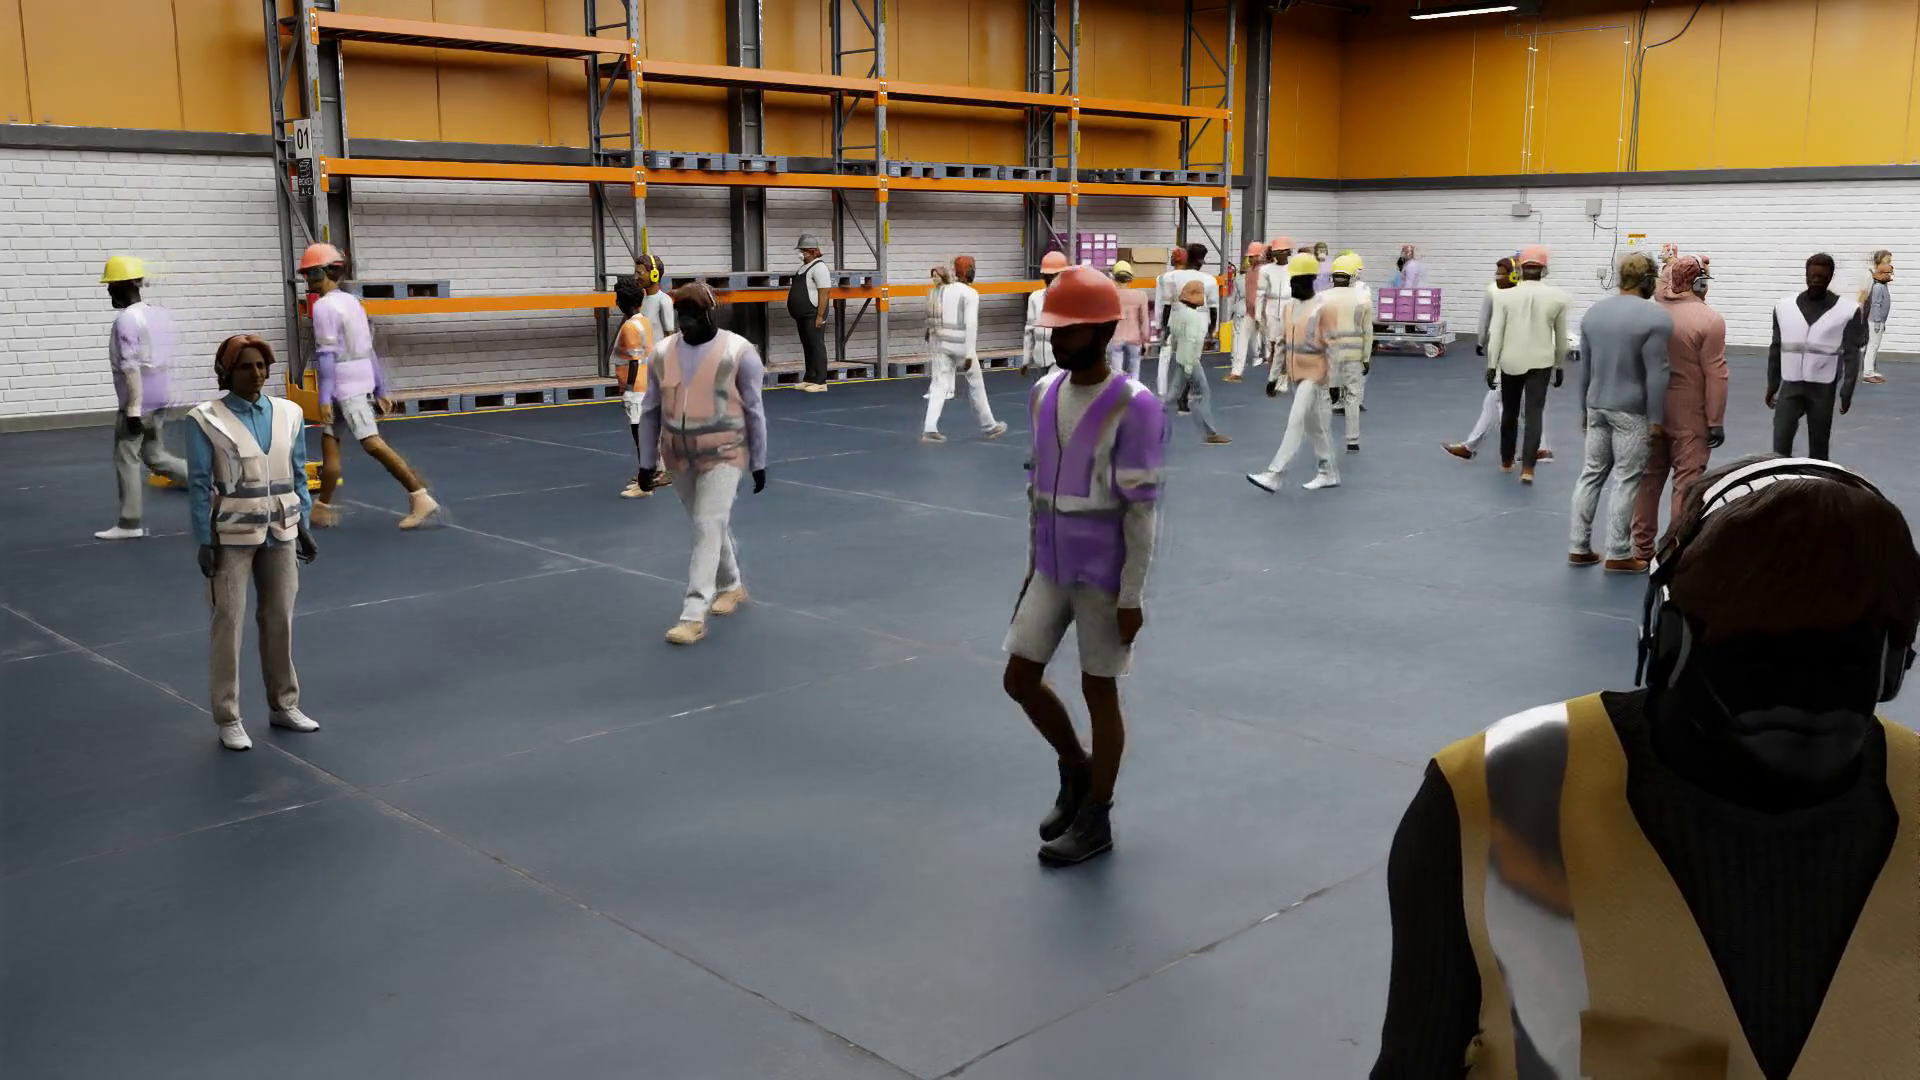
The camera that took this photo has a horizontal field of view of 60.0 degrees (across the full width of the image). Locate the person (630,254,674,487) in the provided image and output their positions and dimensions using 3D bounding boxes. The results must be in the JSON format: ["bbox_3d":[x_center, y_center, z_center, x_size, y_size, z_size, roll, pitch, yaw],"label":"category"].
[{"bbox_3d":[-2.482,-1.368,13.470,0.316,1.870,0.531,-7,12,-33],"label":"person"}]

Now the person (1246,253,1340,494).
[{"bbox_3d":[2.642,-1.298,13.067,0.983,1.874,0.613,-4,11,-23],"label":"person"}]

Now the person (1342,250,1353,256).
[{"bbox_3d":[7.053,-4.389,30.257,0.559,1.744,0.566,-10,14,-43],"label":"person"}]

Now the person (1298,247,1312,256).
[{"bbox_3d":[5.924,-4.091,28.456,0.593,1.817,0.495,8,13,37],"label":"person"}]

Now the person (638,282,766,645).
[{"bbox_3d":[-1.320,-0.424,8.557,0.643,1.793,0.970,4,11,20],"label":"person"}]

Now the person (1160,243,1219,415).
[{"bbox_3d":[2.646,-2.406,18.962,0.616,1.924,0.861,5,12,26],"label":"person"}]

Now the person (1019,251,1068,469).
[{"bbox_3d":[0.870,-1.596,14.671,0.538,1.900,1.001,8,13,38],"label":"person"}]

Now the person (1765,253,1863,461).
[{"bbox_3d":[6.107,-1.103,11.980,0.616,1.881,0.859,8,13,38],"label":"person"}]

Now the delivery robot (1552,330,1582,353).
[{"bbox_3d":[9.761,-3.224,26.923,0.707,0.478,0.477,8,13,38],"label":"delivery robot"}]

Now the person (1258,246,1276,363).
[{"bbox_3d":[4.880,-3.733,26.414,0.562,1.851,0.418,4,11,22],"label":"person"}]

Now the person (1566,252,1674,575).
[{"bbox_3d":[3.981,-0.757,10.004,0.395,1.926,0.645,-5,12,-27],"label":"person"}]

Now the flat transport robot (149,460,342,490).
[{"bbox_3d":[-5.706,-0.531,13.271,1.431,0.197,0.652,5,12,26],"label":"flat transport robot"}]

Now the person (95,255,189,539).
[{"bbox_3d":[-5.387,-0.943,11.080,0.773,1.901,0.592,-1,10,-6],"label":"person"}]

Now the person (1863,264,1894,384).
[{"bbox_3d":[12.632,-2.971,22.856,0.283,1.633,0.497,7,13,35],"label":"person"}]

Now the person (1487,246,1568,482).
[{"bbox_3d":[4.728,-1.468,13.843,0.643,1.937,1.052,3,11,17],"label":"person"}]

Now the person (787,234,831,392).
[{"bbox_3d":[-1.976,-2.944,21.600,0.536,2.000,0.688,-5,12,-25],"label":"person"}]

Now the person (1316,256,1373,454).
[{"bbox_3d":[3.527,-1.713,15.452,0.586,1.833,0.403,2,11,12],"label":"person"}]

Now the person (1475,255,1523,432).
[{"bbox_3d":[5.701,-2.037,17.285,0.639,1.807,0.863,1,10,3],"label":"person"}]

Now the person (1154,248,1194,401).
[{"bbox_3d":[2.649,-2.622,20.325,0.592,1.873,0.368,7,12,32],"label":"person"}]

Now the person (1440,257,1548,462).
[{"bbox_3d":[4.816,-1.586,14.787,0.984,1.818,0.553,1,10,6],"label":"person"}]

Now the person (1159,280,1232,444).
[{"bbox_3d":[2.187,-1.716,16.122,0.853,1.597,0.508,-1,10,-5],"label":"person"}]

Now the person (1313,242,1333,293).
[{"bbox_3d":[5.899,-3.931,27.357,0.649,1.905,0.900,0,10,-2],"label":"person"}]

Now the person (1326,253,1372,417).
[{"bbox_3d":[4.393,-2.289,18.629,0.570,1.812,0.626,-10,14,-43],"label":"person"}]

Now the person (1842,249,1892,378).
[{"bbox_3d":[12.915,-3.220,23.695,0.542,1.830,0.643,-5,11,-24],"label":"person"}]

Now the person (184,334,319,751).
[{"bbox_3d":[-2.816,-0.001,6.640,0.315,1.640,0.514,7,13,35],"label":"person"}]

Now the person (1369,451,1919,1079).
[{"bbox_3d":[0.691,0.830,1.578,0.621,1.838,0.429,2,11,9],"label":"person"}]

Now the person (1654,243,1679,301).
[{"bbox_3d":[10.759,-3.552,25.318,0.402,1.901,0.647,3,11,16],"label":"person"}]

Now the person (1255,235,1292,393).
[{"bbox_3d":[4.068,-2.868,21.235,0.630,2.017,0.698,5,11,24],"label":"person"}]

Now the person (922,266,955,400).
[{"bbox_3d":[-0.236,-2.560,20.599,0.517,1.641,0.308,10,14,43],"label":"person"}]

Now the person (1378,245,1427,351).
[{"bbox_3d":[7.946,-4.253,29.251,0.982,1.859,0.636,3,11,14],"label":"person"}]

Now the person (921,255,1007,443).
[{"bbox_3d":[0.021,-1.862,16.293,1.012,1.831,0.592,-9,14,-40],"label":"person"}]

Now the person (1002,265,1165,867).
[{"bbox_3d":[0.379,0.100,5.303,0.400,1.926,0.567,-9,14,-42],"label":"person"}]

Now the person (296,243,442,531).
[{"bbox_3d":[-4.119,-1.034,11.387,1.080,1.984,0.664,0,10,-2],"label":"person"}]

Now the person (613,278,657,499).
[{"bbox_3d":[-2.499,-1.165,12.843,0.321,1.694,0.529,0,10,0],"label":"person"}]

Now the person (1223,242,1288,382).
[{"bbox_3d":[4.172,-3.157,23.062,1.027,1.942,0.626,-6,12,-30],"label":"person"}]

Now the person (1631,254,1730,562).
[{"bbox_3d":[4.349,-0.755,10.029,0.409,1.907,0.651,-5,12,-27],"label":"person"}]

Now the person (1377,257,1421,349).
[{"bbox_3d":[7.799,-4.239,29.744,0.863,1.650,0.568,4,11,22],"label":"person"}]

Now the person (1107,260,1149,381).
[{"bbox_3d":[1.746,-2.109,17.813,0.552,1.750,0.367,0,10,1],"label":"person"}]

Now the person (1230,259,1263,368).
[{"bbox_3d":[4.403,-3.477,25.473,0.560,1.680,0.903,6,12,28],"label":"person"}]

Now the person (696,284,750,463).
[{"bbox_3d":[-2.163,-1.420,14.467,0.830,1.590,0.526,-1,10,-4],"label":"person"}]
